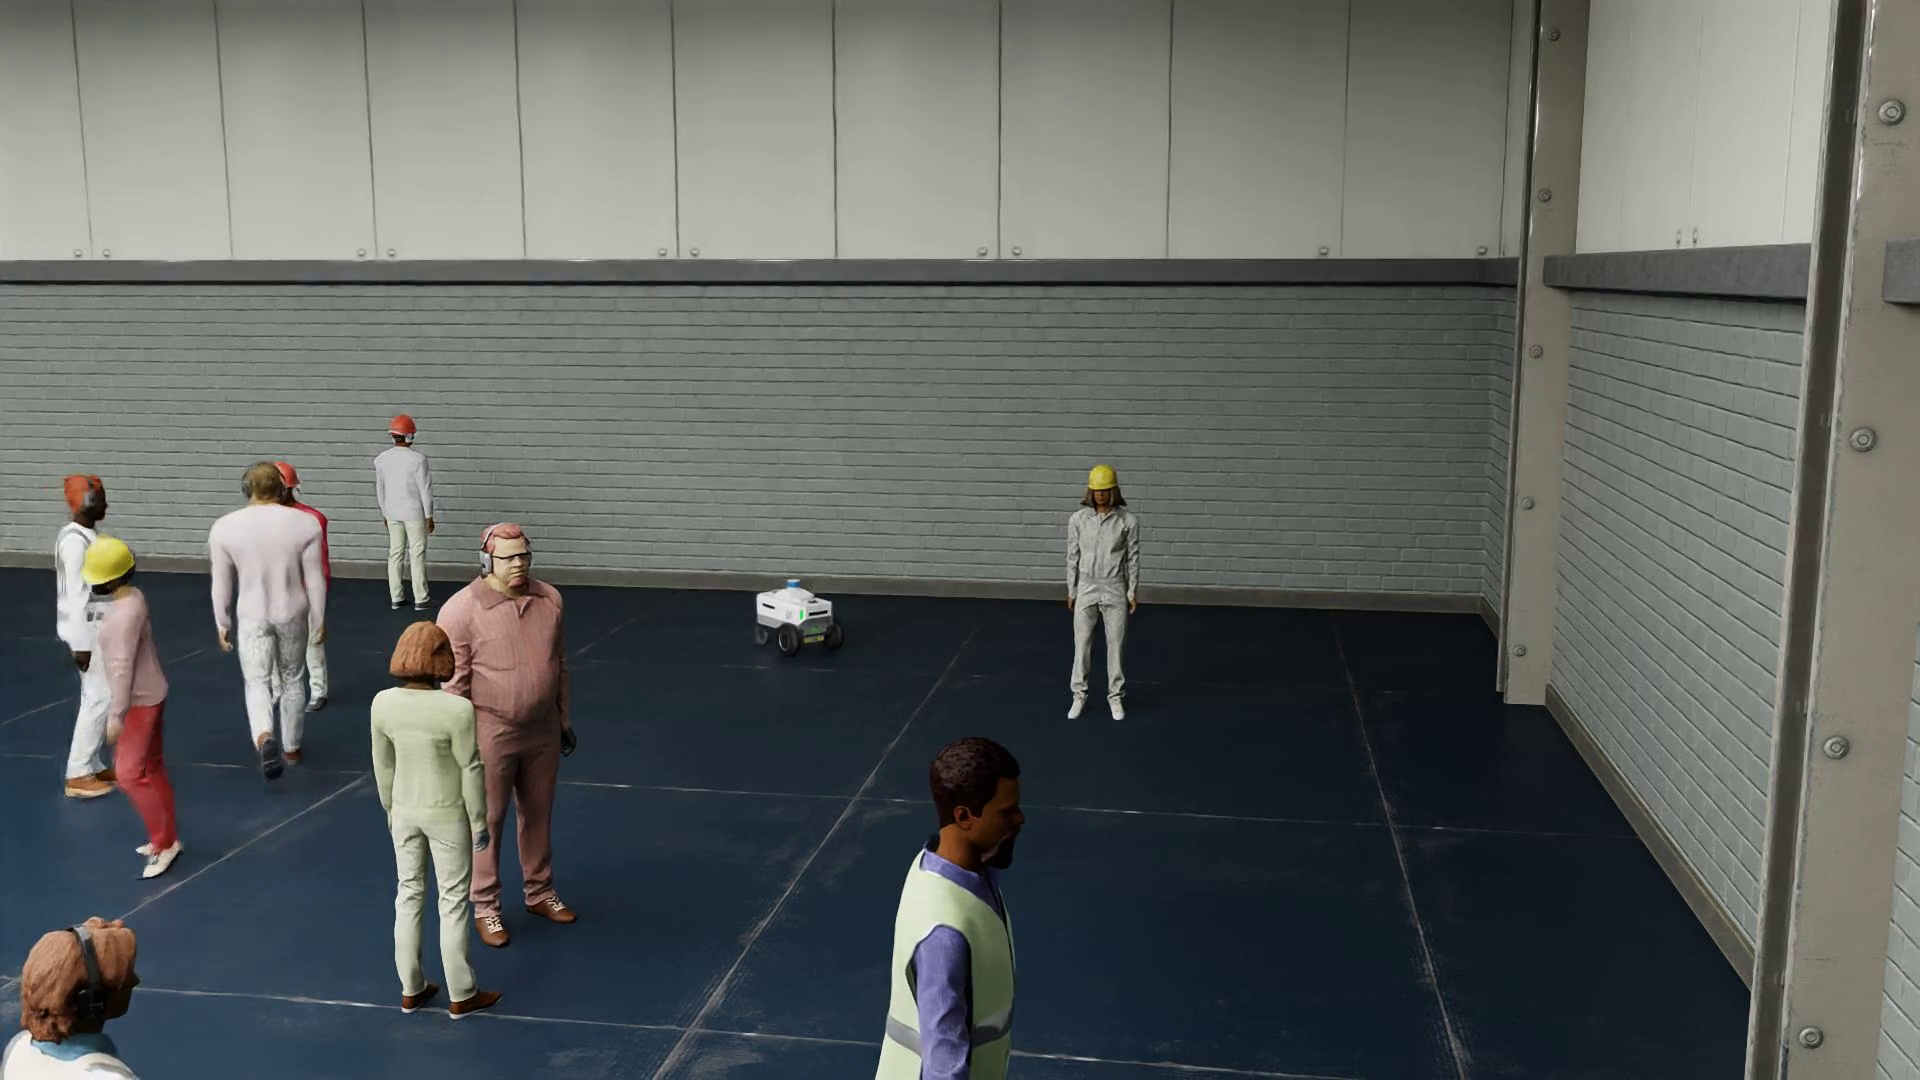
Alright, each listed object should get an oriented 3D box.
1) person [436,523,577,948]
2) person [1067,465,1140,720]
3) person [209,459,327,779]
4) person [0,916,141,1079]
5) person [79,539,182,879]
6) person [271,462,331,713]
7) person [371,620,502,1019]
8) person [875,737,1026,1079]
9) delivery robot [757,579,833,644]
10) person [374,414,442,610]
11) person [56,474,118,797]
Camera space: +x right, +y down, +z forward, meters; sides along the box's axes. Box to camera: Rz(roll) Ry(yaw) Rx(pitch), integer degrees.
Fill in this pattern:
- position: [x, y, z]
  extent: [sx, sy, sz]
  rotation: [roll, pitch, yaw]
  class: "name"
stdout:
- position: [-2.028, 0.866, 7.570]
  extent: [0.409, 1.907, 0.651]
  rotation: [8, 12, 41]
  class: "person"
- position: [0.962, 0.356, 11.216]
  extent: [0.488, 1.743, 0.321]
  rotation: [1, 9, 8]
  class: "person"
- position: [-4.113, 0.482, 9.940]
  extent: [0.637, 1.920, 0.806]
  rotation: [-4, 10, -23]
  class: "person"
- position: [-1.894, 1.633, 3.660]
  extent: [0.522, 1.638, 0.310]
  rotation: [7, 11, 35]
  class: "person"
- position: [-4.159, 0.830, 8.372]
  extent: [0.365, 1.733, 0.587]
  rotation: [-4, 10, -23]
  class: "person"
- position: [-4.601, 0.328, 11.402]
  extent: [0.568, 1.742, 0.350]
  rotation: [1, 9, 9]
  class: "person"
- position: [-2.138, 1.133, 6.758]
  extent: [0.499, 1.635, 0.287]
  rotation: [3, 10, 18]
  class: "person"
- position: [-0.024, 1.418, 4.174]
  extent: [0.392, 1.911, 0.584]
  rotation: [1, 9, 3]
  class: "person"
- position: [-1.327, 0.560, 13.326]
  extent: [0.477, 0.478, 0.707]
  rotation: [-7, 12, -37]
  class: "delivery robot"
- position: [-4.943, -0.248, 14.894]
  extent: [0.563, 1.755, 0.323]
  rotation: [3, 10, 19]
  class: "person"
- position: [-5.079, 0.550, 9.705]
  extent: [0.351, 1.850, 0.657]
  rotation: [-4, 10, -22]
  class: "person"
